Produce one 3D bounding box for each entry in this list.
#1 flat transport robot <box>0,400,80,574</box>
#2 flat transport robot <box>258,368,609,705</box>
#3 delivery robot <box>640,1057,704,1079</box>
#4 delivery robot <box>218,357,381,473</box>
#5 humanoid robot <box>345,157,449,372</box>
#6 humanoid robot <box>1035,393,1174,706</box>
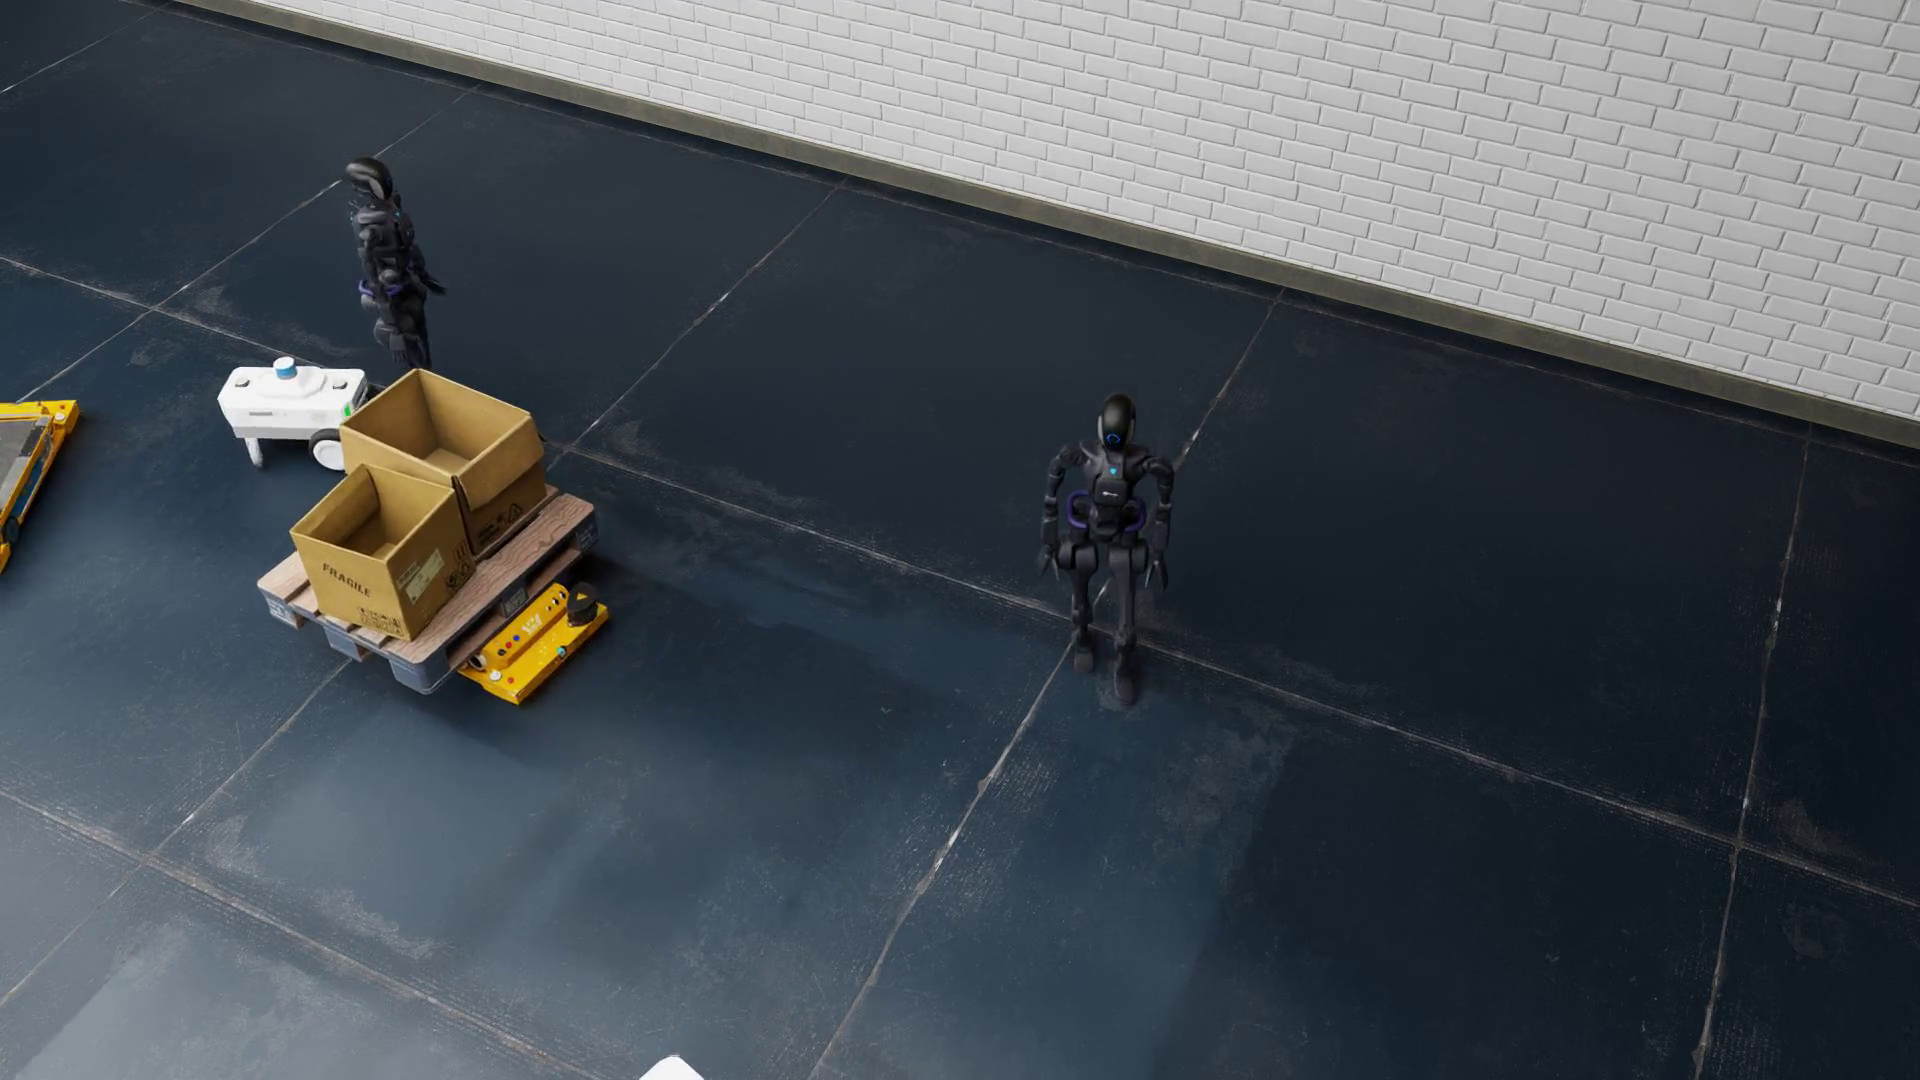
[{"bbox_3d":[-5.095,-0.266,8.542,0.659,0.231,1.431,-3,43,-3],"label":"flat transport robot"},{"bbox_3d":[-2.453,0.257,7.978,1.431,0.231,0.659,22,47,22],"label":"flat transport robot"},{"bbox_3d":[-1.129,2.158,5.711,0.499,0.587,0.769,31,51,29],"label":"delivery robot"},{"bbox_3d":[-3.467,-0.692,8.795,0.771,0.600,0.513,1,43,1],"label":"delivery robot"},{"bbox_3d":[-2.844,-1.235,8.550,0.388,1.656,0.599,2,43,2],"label":"humanoid robot"},{"bbox_3d":[0.622,0.021,7.197,0.589,1.643,0.507,2,43,3],"label":"humanoid robot"}]
